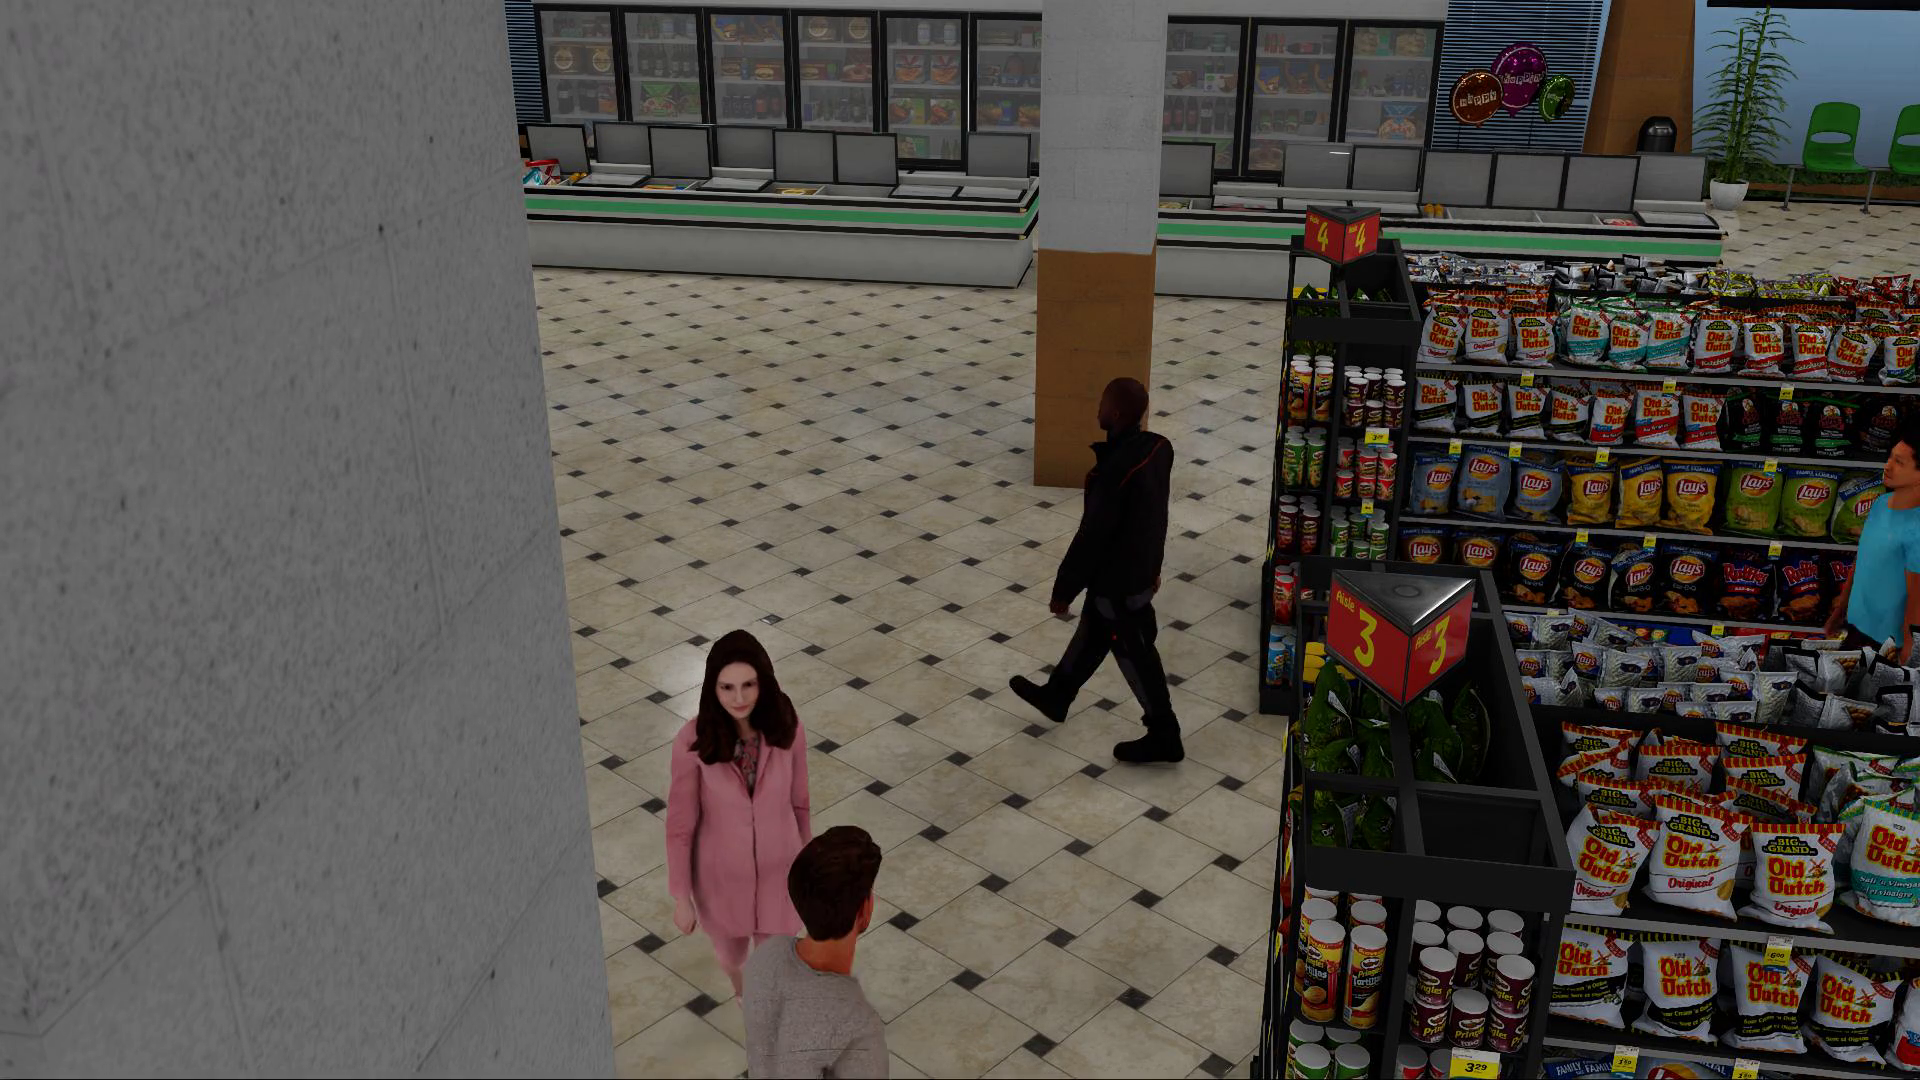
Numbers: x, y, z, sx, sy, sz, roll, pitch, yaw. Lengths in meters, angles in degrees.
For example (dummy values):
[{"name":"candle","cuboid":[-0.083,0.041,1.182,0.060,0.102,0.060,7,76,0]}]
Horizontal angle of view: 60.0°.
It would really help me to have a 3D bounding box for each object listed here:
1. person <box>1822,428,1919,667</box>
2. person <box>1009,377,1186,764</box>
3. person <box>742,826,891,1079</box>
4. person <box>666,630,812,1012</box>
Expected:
[{"name":"person","cuboid":[3.929,0.405,6.938,1.167,1.723,0.635,4,24,10]},{"name":"person","cuboid":[0.811,0.182,7.360,1.234,1.794,0.922,11,26,23]},{"name":"person","cuboid":[-0.415,1.621,4.005,1.276,1.847,1.181,-14,27,-29]},{"name":"person","cuboid":[-0.699,1.054,5.403,1.113,1.765,0.988,-7,25,-15]}]
